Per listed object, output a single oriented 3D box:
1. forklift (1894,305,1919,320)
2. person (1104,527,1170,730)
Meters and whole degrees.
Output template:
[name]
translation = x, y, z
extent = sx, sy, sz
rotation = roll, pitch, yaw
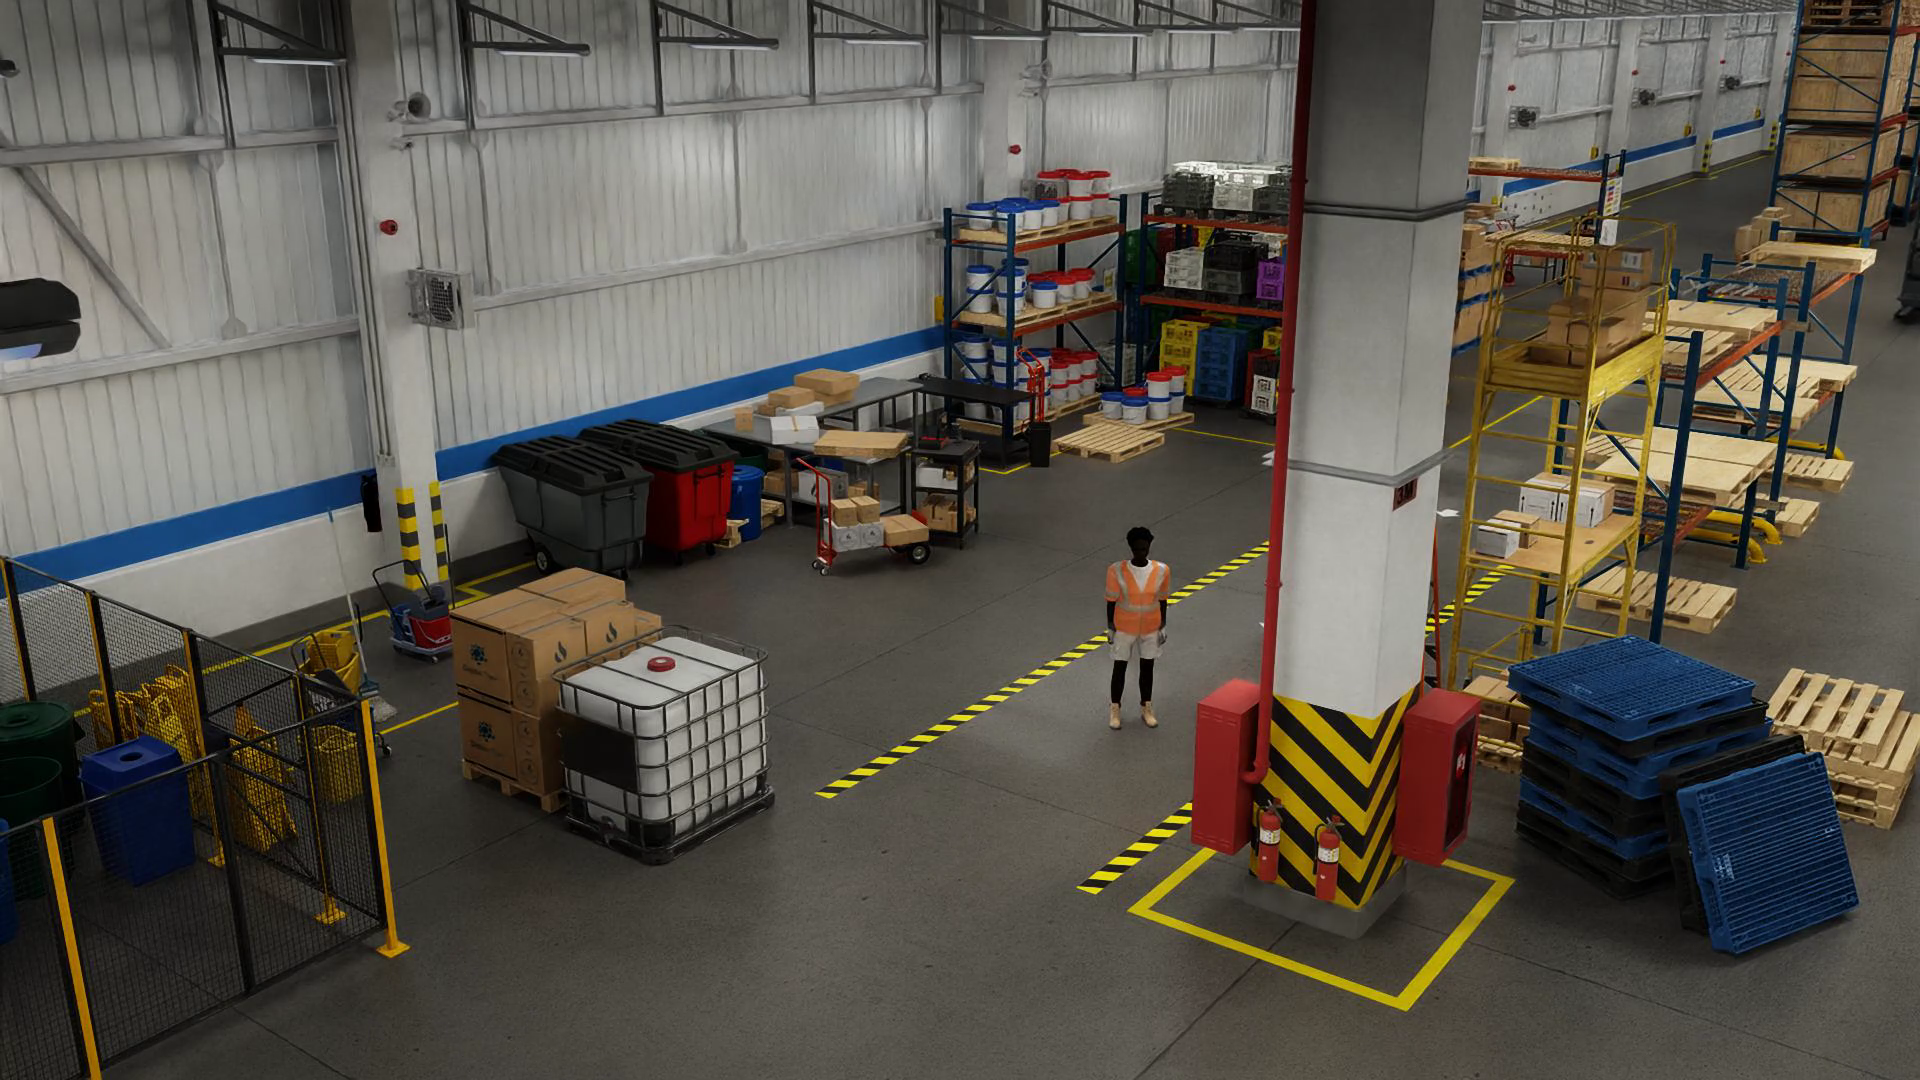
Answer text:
[forklift]
translation = 18.043, -5.460, 30.330
extent = 1.129, 2.768, 1.873
rotation = 13, 22, 34
[person]
translation = 1.416, 0.703, 13.342
extent = 0.535, 1.697, 0.318
rotation = -3, 18, -8
